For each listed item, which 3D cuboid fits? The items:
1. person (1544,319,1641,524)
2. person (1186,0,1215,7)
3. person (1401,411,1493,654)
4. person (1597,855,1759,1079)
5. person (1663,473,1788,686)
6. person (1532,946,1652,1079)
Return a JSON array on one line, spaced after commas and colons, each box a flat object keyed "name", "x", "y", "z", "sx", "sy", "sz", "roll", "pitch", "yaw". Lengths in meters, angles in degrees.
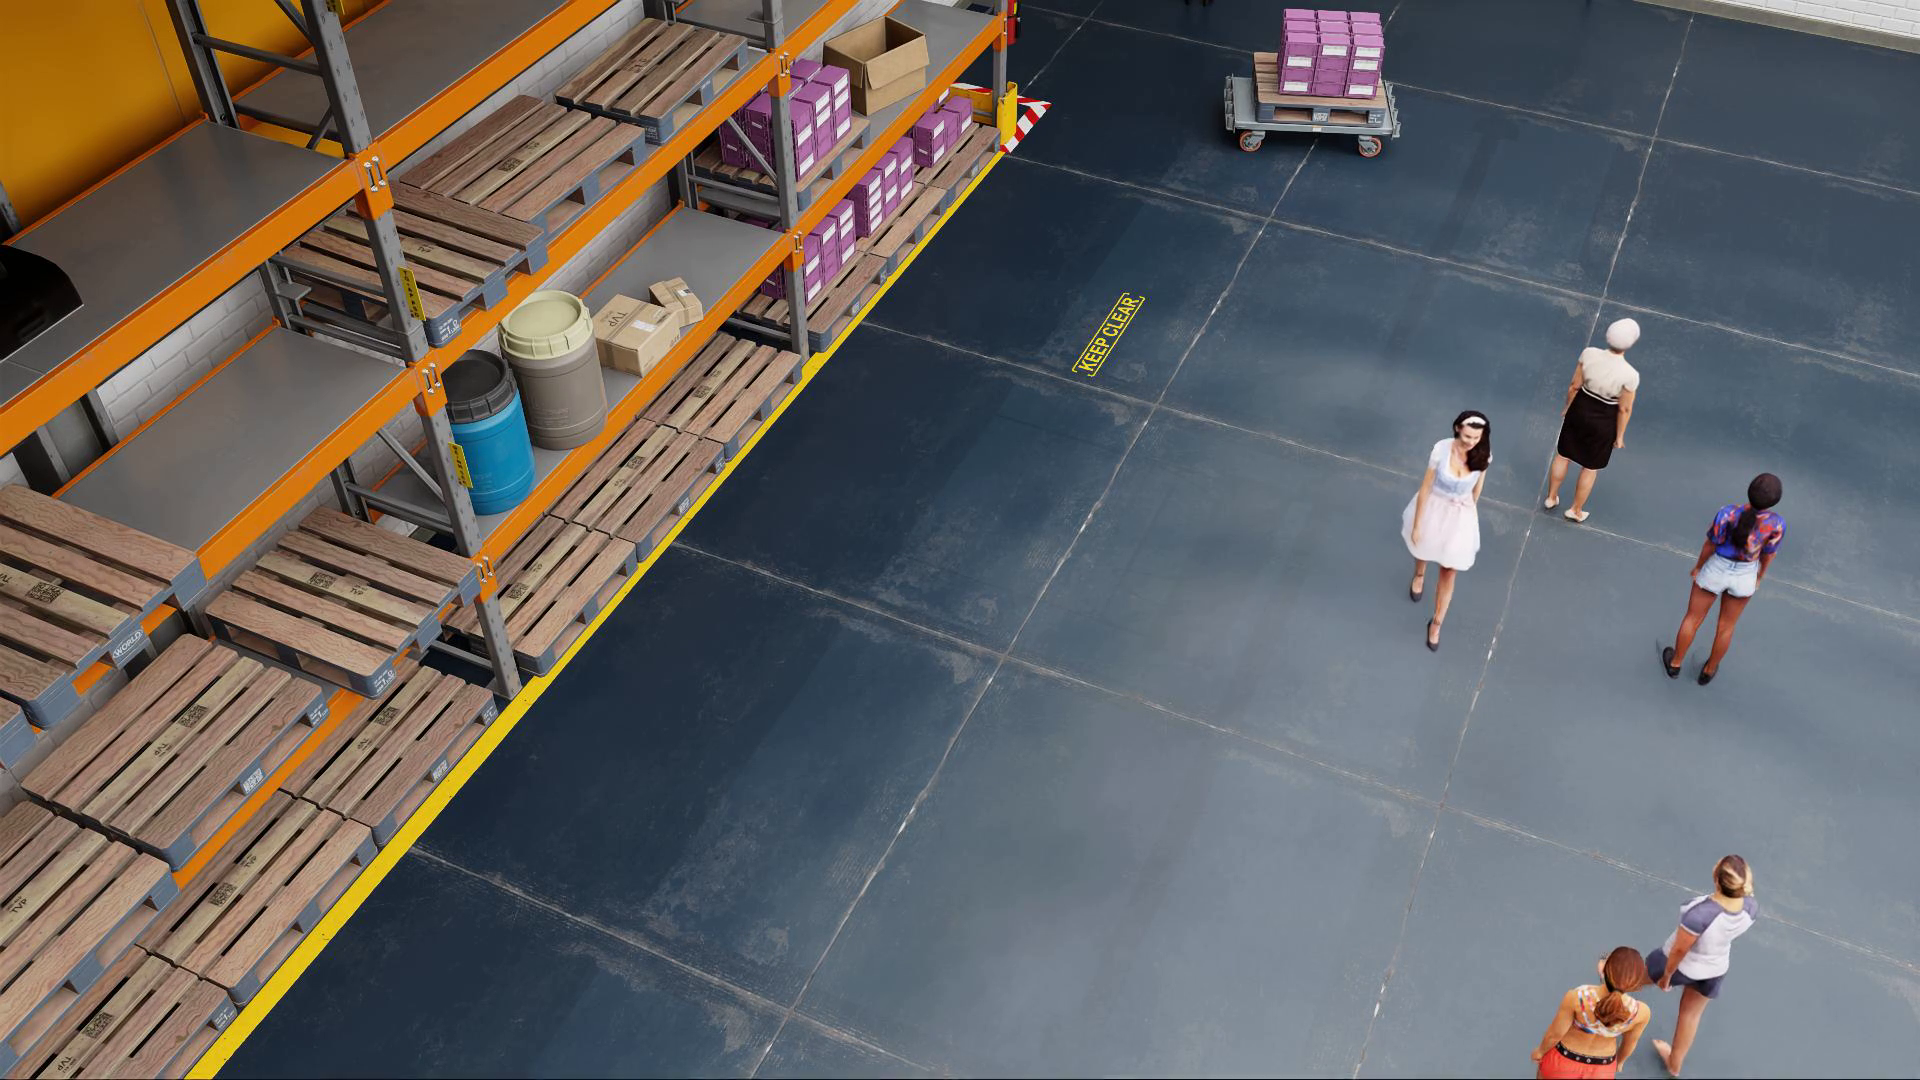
[{"name": "person", "x": 4.486, "y": -0.836, "z": 11.812, "sx": 0.668, "sy": 1.754, "sz": 0.713, "roll": -33, "pitch": 52, "yaw": -29}, {"name": "person", "x": 2.643, "y": -6.581, "z": 17.931, "sx": 0.641, "sy": 1.632, "sz": 0.569, "roll": 10, "pitch": 45, "yaw": 11}, {"name": "person", "x": 3.214, "y": -0.212, "z": 11.135, "sx": 0.813, "sy": 1.785, "sz": 1.078, "roll": 9, "pitch": 44, "yaw": 9}, {"name": "person", "x": 3.855, "y": 2.271, "z": 8.674, "sx": 0.892, "sy": 1.583, "sz": 1.036, "roll": -6, "pitch": 44, "yaw": -6}, {"name": "person", "x": 4.927, "y": 0.243, "z": 10.688, "sx": 0.609, "sy": 1.743, "sz": 0.538, "roll": 14, "pitch": 45, "yaw": 14}, {"name": "person", "x": 3.053, "y": 2.578, "z": 8.203, "sx": 0.628, "sy": 1.789, "sz": 0.599, "roll": 9, "pitch": 44, "yaw": 9}]
